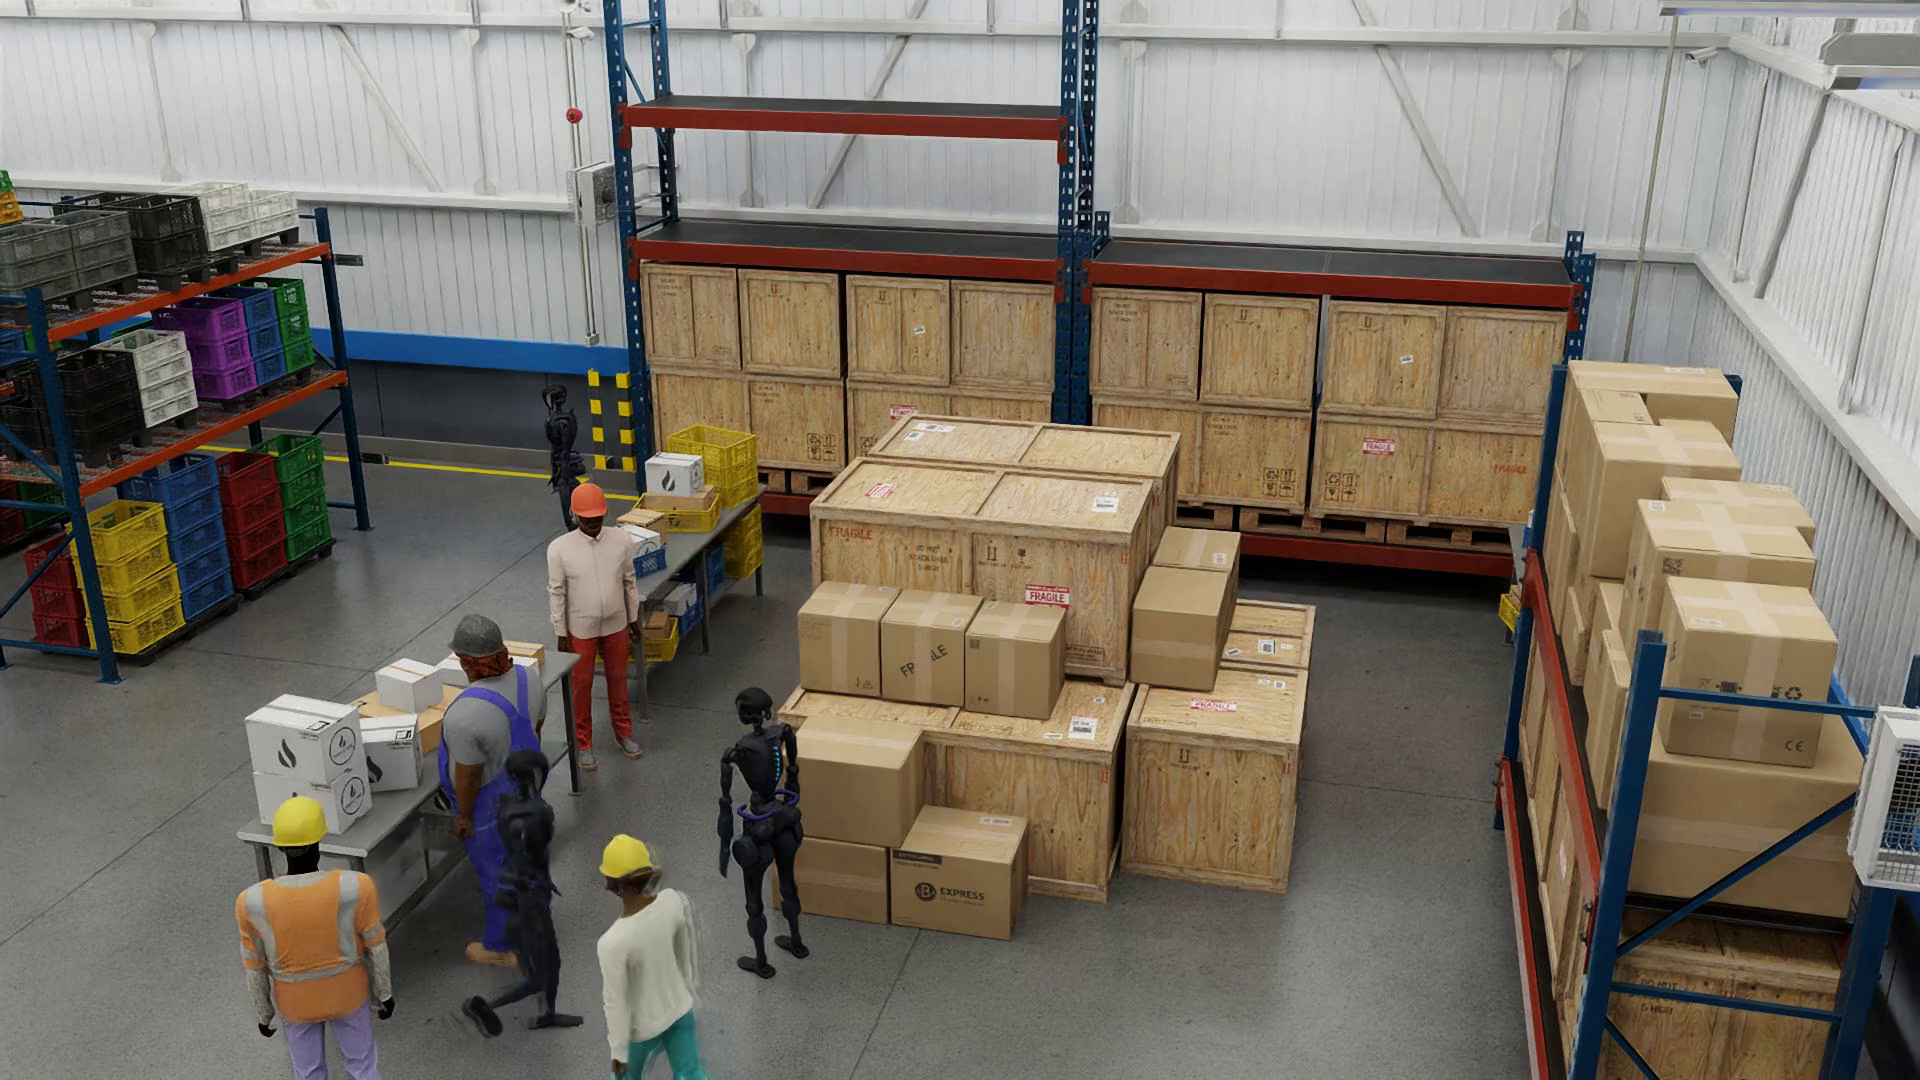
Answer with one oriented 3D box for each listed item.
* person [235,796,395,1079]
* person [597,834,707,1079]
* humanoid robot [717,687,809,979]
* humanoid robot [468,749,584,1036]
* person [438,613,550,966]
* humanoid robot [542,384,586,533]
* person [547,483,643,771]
[{"bbox_3d":[-2.845,2.022,7.434,0.592,1.924,0.380,-6,22,-16],"label":"person"},{"bbox_3d":[-1.332,2.137,7.421,0.876,1.714,0.562,14,25,32],"label":"person"},{"bbox_3d":[-1.056,1.554,9.000,0.326,1.651,0.581,18,27,39],"label":"humanoid robot"},{"bbox_3d":[-2.240,1.804,8.357,0.482,1.645,0.624,-2,21,-4],"label":"humanoid robot"},{"bbox_3d":[-2.566,1.340,9.063,0.538,2.000,0.679,9,23,21],"label":"person"},{"bbox_3d":[-3.458,-0.559,14.536,0.333,1.649,0.588,-9,23,-23],"label":"humanoid robot"},{"bbox_3d":[-2.431,0.565,11.153,0.610,1.995,0.377,-13,24,-30],"label":"person"}]
